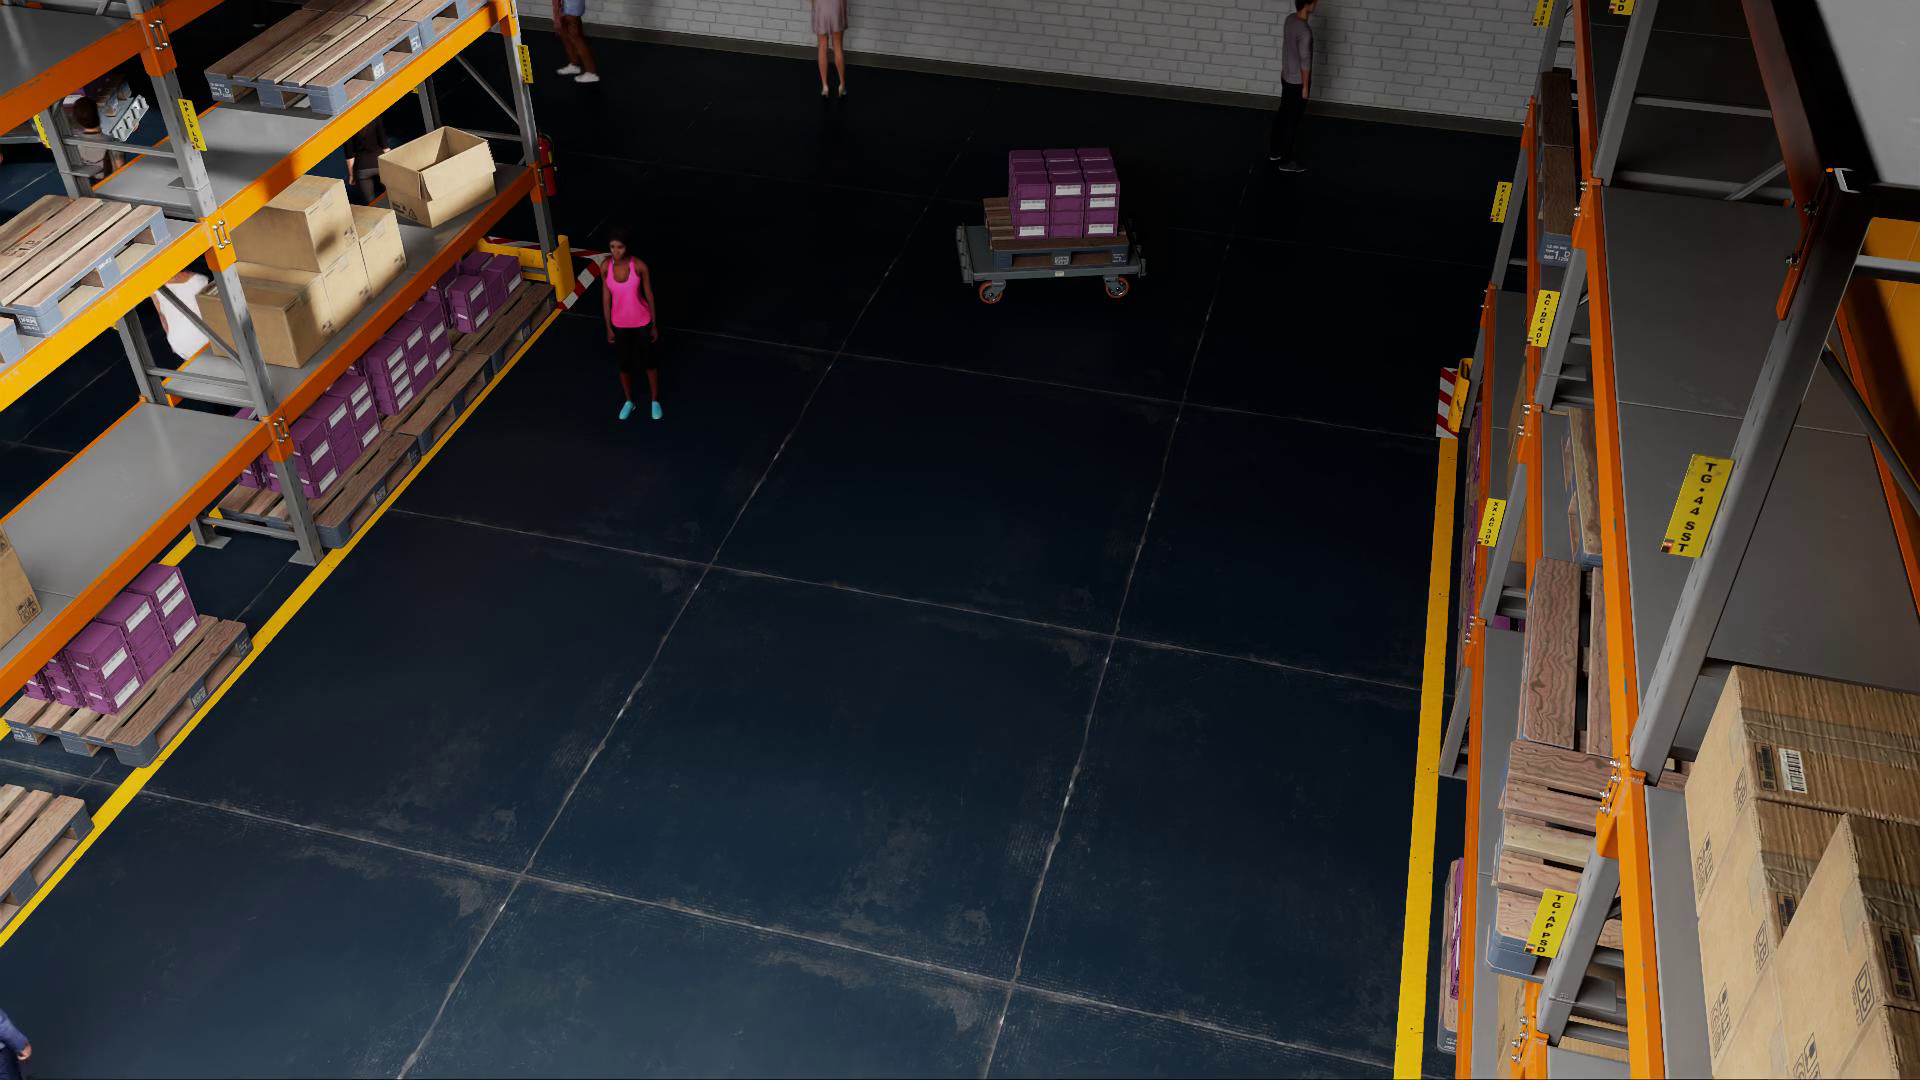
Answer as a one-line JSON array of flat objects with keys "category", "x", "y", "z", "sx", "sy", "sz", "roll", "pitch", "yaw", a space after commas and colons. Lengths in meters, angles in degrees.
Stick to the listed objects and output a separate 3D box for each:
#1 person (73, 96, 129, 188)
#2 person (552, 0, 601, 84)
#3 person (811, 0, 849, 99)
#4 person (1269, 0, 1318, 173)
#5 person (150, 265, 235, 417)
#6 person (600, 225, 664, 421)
[{"category": "person", "x": -7.391, "y": -2.893, "z": 14.505, "sx": 0.881, "sy": 1.860, "sz": 1.279, "roll": -1, "pitch": 39, "yaw": -2}, {"category": "person", "x": -4.253, "y": -5.917, "z": 18.346, "sx": 0.891, "sy": 1.792, "sz": 0.800, "roll": 4, "pitch": 39, "yaw": 5}, {"category": "person", "x": -1.424, "y": -5.683, "z": 18.073, "sx": 0.631, "sy": 1.768, "sz": 0.657, "roll": -1, "pitch": 39, "yaw": -1}, {"category": "person", "x": 3.360, "y": -4.639, "z": 16.705, "sx": 0.796, "sy": 1.844, "sz": 0.651, "roll": -7, "pitch": 39, "yaw": -9}, {"category": "person", "x": -5.945, "y": -1.527, "z": 12.954, "sx": 0.702, "sy": 1.662, "sz": 0.905, "roll": 6, "pitch": 39, "yaw": 7}, {"category": "person", "x": -2.588, "y": -1.723, "z": 13.150, "sx": 0.627, "sy": 1.724, "sz": 0.627, "roll": -1, "pitch": 39, "yaw": -1}]
